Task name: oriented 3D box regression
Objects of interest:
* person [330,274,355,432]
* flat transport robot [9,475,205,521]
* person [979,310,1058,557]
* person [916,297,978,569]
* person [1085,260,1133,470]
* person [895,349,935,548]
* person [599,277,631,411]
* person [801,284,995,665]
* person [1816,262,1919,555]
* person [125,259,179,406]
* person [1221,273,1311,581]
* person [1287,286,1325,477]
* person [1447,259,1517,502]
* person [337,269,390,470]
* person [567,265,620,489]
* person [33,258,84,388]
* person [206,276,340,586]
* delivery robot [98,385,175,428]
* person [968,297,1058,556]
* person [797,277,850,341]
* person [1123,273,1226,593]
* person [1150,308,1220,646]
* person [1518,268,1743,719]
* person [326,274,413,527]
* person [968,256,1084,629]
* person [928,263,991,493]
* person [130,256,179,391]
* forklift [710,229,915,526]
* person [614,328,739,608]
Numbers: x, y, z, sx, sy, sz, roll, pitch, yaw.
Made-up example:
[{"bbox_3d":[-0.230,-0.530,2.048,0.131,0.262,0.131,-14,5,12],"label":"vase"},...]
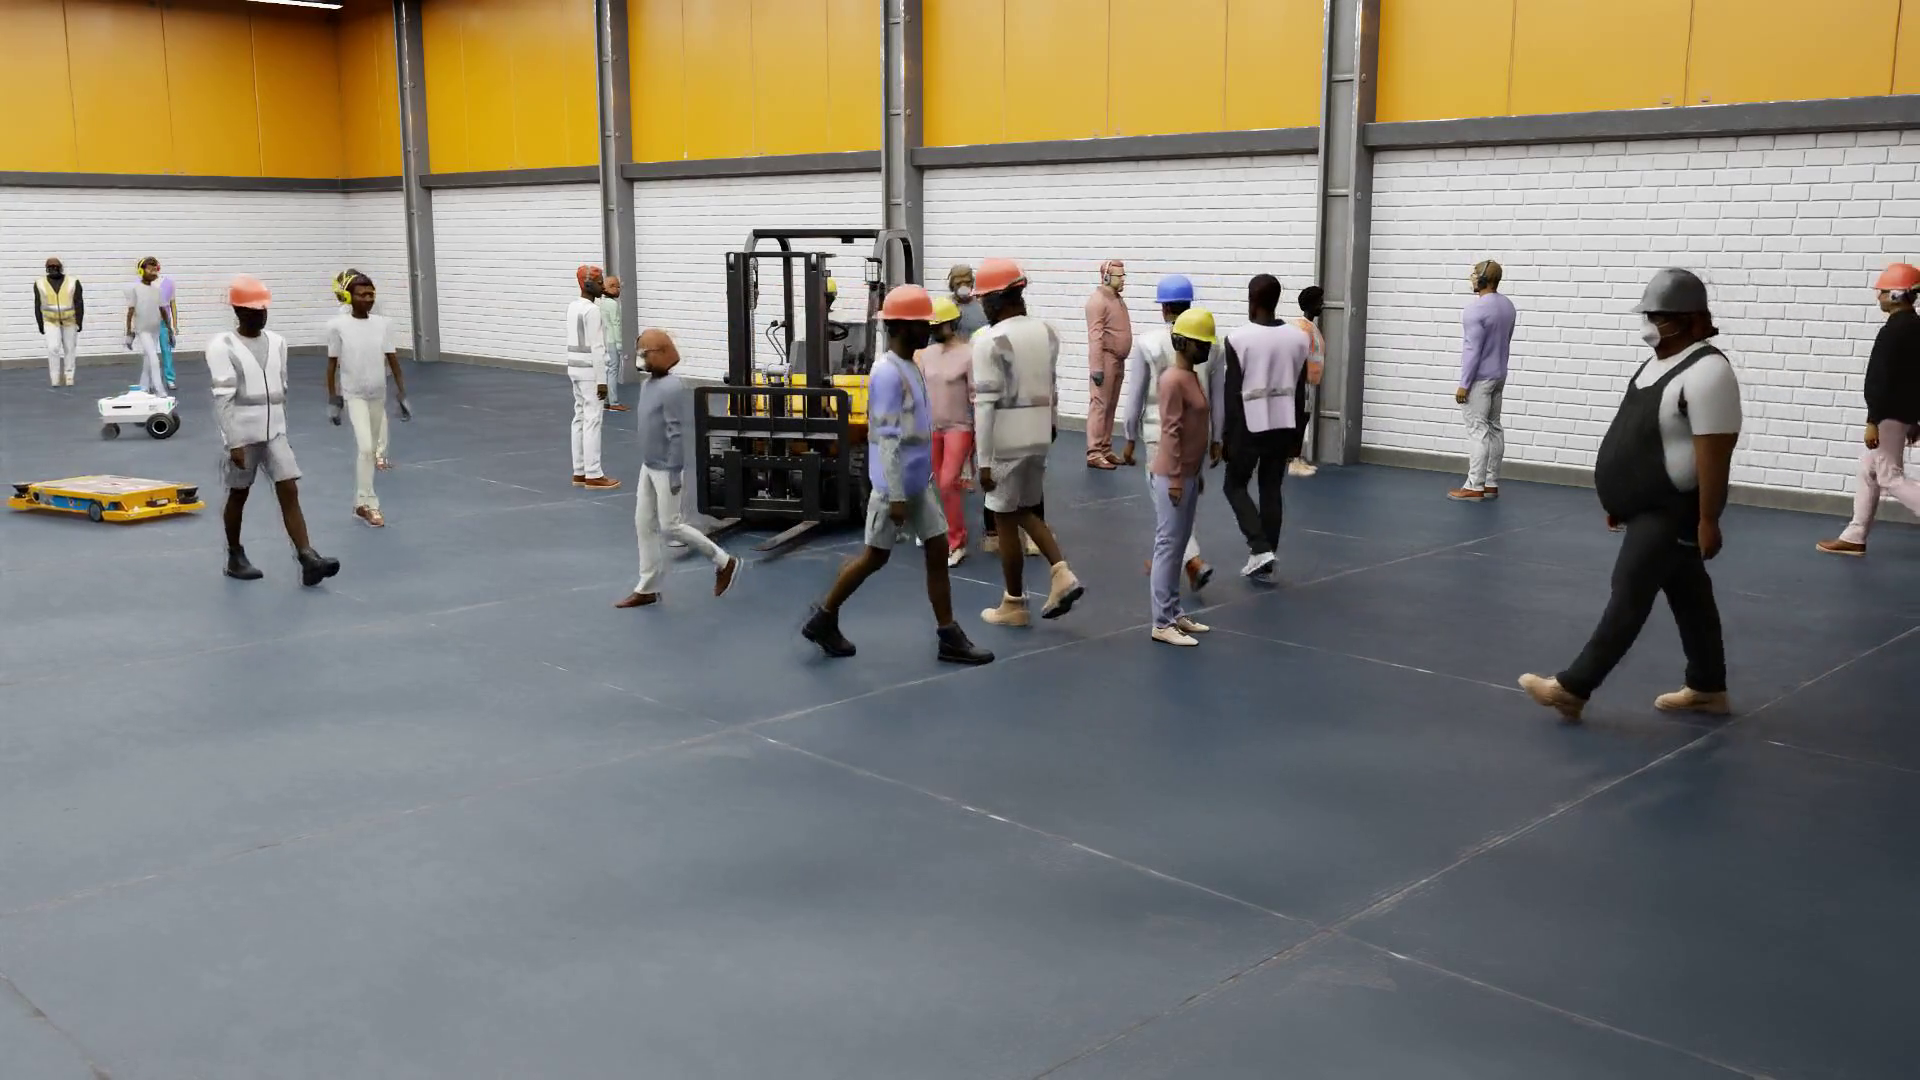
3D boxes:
[{"bbox_3d":[-6.489,-1.988,17.840,0.377,1.714,0.515,1,10,7],"label":"person"},{"bbox_3d":[-6.577,-0.336,12.807,1.431,0.197,0.652,6,12,28],"label":"flat transport robot"},{"bbox_3d":[0.369,-0.745,11.201,0.545,1.665,0.722,8,13,36],"label":"person"},{"bbox_3d":[-0.112,-0.687,10.735,0.519,1.736,0.578,9,14,40],"label":"person"},{"bbox_3d":[1.384,-1.610,15.292,0.401,1.907,0.646,5,11,25],"label":"person"},{"bbox_3d":[-0.296,-0.762,11.420,0.514,1.632,0.312,8,13,38],"label":"person"},{"bbox_3d":[-4.238,-2.385,20.264,0.285,1.632,0.498,-7,12,-32],"label":"person"},{"bbox_3d":[-0.337,-0.319,8.267,0.971,1.902,0.550,3,11,16],"label":"person"},{"bbox_3d":[6.131,-0.807,10.779,0.624,1.967,0.903,-10,14,-42],"label":"person"},{"bbox_3d":[-9.943,-2.545,20.574,0.860,1.833,0.565,4,11,21],"label":"person"},{"bbox_3d":[1.862,-0.677,10.222,0.604,1.901,0.445,-4,11,-21],"label":"person"},{"bbox_3d":[3.070,-1.406,14.778,0.321,1.690,0.529,4,11,21],"label":"person"},{"bbox_3d":[4.202,-1.277,13.387,0.632,1.940,0.372,-10,14,-44],"label":"person"},{"bbox_3d":[-5.436,-1.567,15.293,0.650,1.831,0.345,9,13,39],"label":"person"},{"bbox_3d":[-3.129,-1.371,14.046,0.339,1.882,0.581,-7,12,-33],"label":"person"},{"bbox_3d":[-12.673,-3.052,23.434,0.622,1.810,0.785,-5,12,-26],"label":"person"},{"bbox_3d":[-4.238,-0.647,10.094,0.991,1.879,0.567,7,12,33],"label":"person"},{"bbox_3d":[-8.670,-1.390,17.524,0.707,0.478,0.477,-3,11,-18],"label":"delivery robot"},{"bbox_3d":[0.350,-0.837,11.416,0.644,1.791,0.974,-1,10,-7],"label":"person"},{"bbox_3d":[-1.234,-1.529,15.257,0.523,1.760,0.324,-4,11,-23],"label":"person"},{"bbox_3d":[1.317,-0.631,9.953,0.615,1.914,0.871,-4,11,-19],"label":"person"},{"bbox_3d":[1.187,-0.335,8.744,0.328,1.760,0.524,4,11,20],"label":"person"},{"bbox_3d":[3.001,-0.211,7.296,0.993,2.000,0.700,1,10,5],"label":"person"},{"bbox_3d":[-4.327,-1.028,12.283,0.781,1.841,0.523,9,14,41],"label":"person"},{"bbox_3d":[0.314,-0.499,8.939,0.628,2.020,0.606,-10,14,-43],"label":"person"},{"bbox_3d":[0.015,-1.375,13.999,0.642,1.912,0.670,-2,11,-10],"label":"person"},{"bbox_3d":[-11.099,-2.984,22.947,0.571,1.845,0.382,-6,12,-28],"label":"person"},{"bbox_3d":[-1.050,-1.319,12.920,1.214,2.155,2.313,2,11,13],"label":"forklift"},{"bbox_3d":[-1.659,-0.411,9.557,0.639,1.618,0.509,-6,12,-31],"label":"person"}]
